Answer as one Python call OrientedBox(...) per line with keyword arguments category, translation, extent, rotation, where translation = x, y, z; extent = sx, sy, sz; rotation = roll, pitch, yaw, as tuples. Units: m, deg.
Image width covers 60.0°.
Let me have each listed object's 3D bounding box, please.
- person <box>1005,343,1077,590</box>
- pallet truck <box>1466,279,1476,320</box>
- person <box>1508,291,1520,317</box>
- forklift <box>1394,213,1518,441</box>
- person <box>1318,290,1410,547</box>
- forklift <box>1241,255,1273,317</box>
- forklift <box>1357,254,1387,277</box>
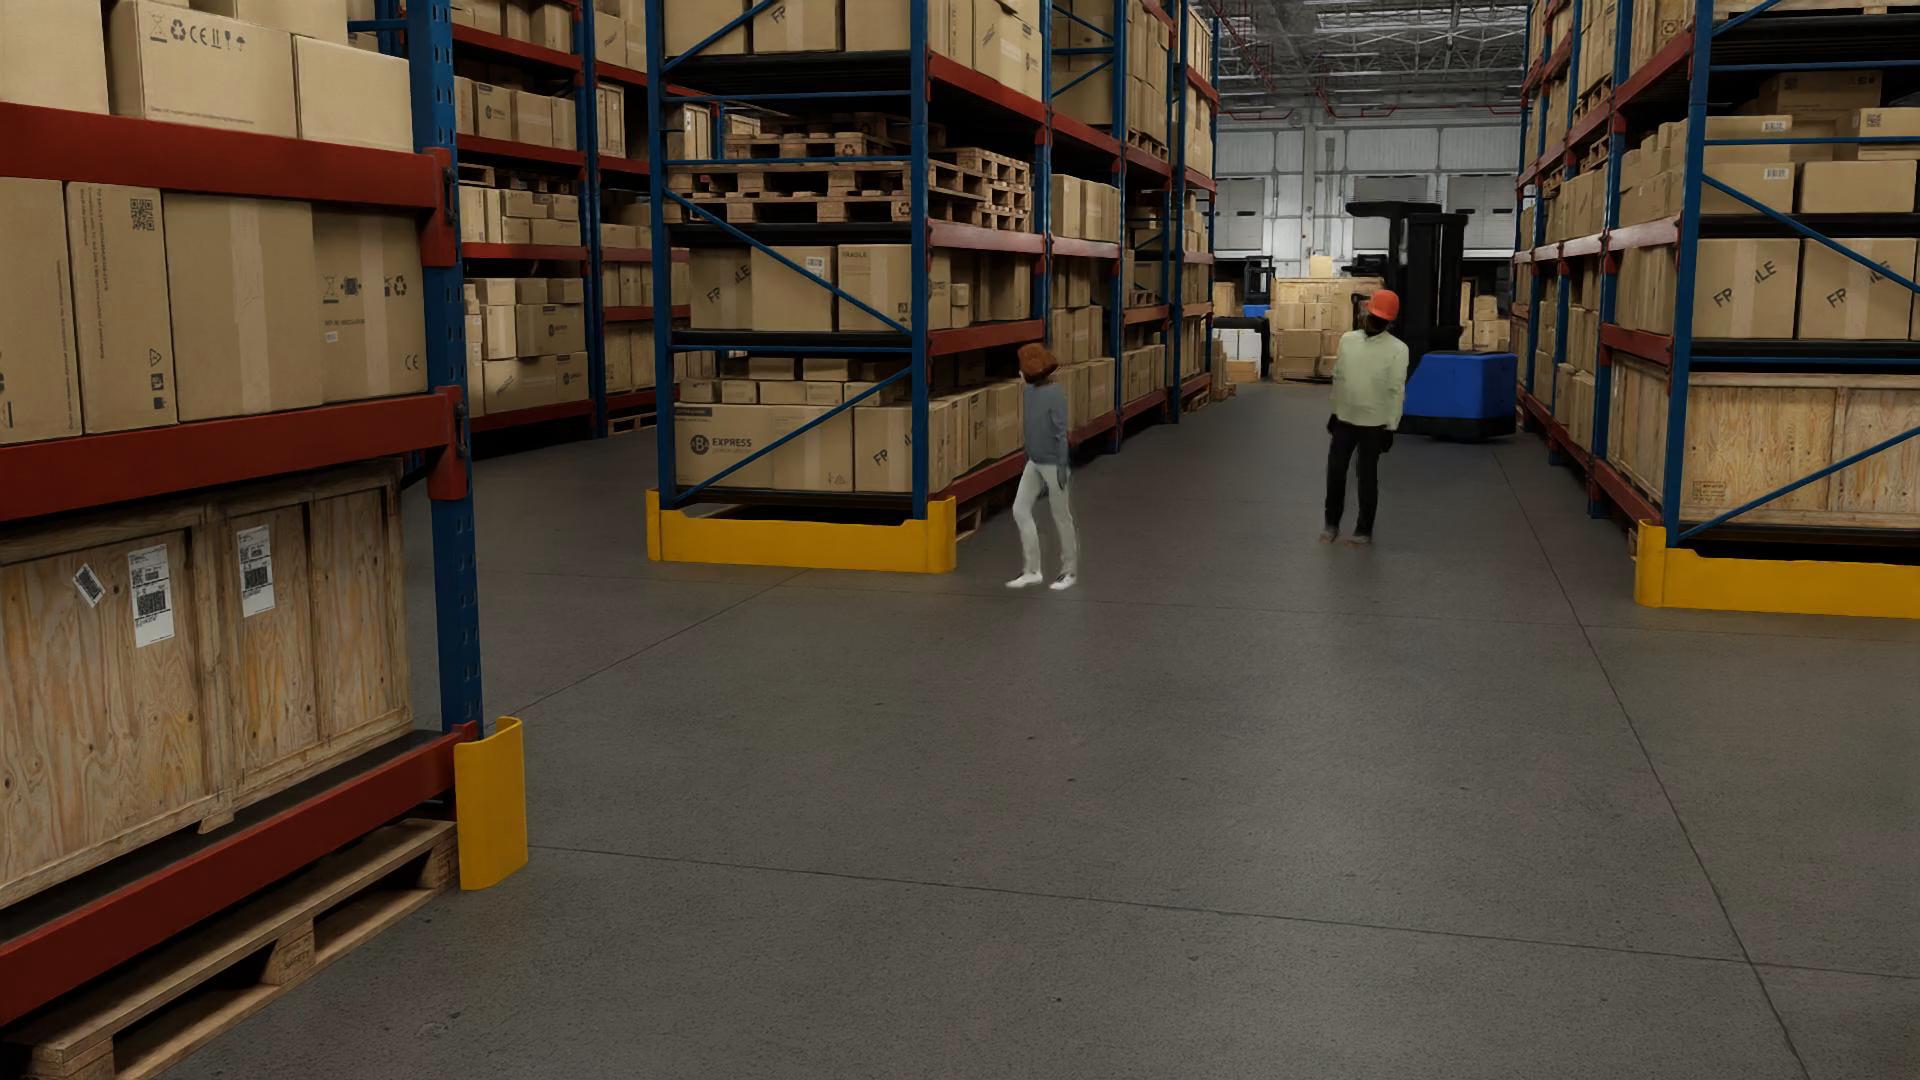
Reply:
OrientedBox(category="person", translation=(0.522, -0.465, 10.749), extent=(0.590, 1.595, 0.607), rotation=(-5, 10, -29))
OrientedBox(category="pallet truck", translation=(18.896, -8.459, 60.307), extent=(1.885, 1.965, 0.823), rotation=(5, 10, 31))
OrientedBox(category="person", translation=(17.153, -7.021, 51.385), extent=(0.444, 1.929, 0.649), rotation=(6, 11, 33))
OrientedBox(category="forklift", translation=(5.999, -2.714, 21.013), extent=(1.873, 2.768, 1.129), rotation=(9, 12, 44))
OrientedBox(category="person", translation=(3.022, -0.893, 12.452), extent=(0.692, 1.940, 0.463), rotation=(8, 12, 40))
OrientedBox(category="forklift", translation=(10.551, -8.662, 58.805), extent=(1.129, 2.768, 1.873), rotation=(2, 9, 15))
OrientedBox(category="forklift", translation=(13.702, -8.146, 55.528), extent=(1.129, 2.768, 1.873), rotation=(8, 12, 43))
